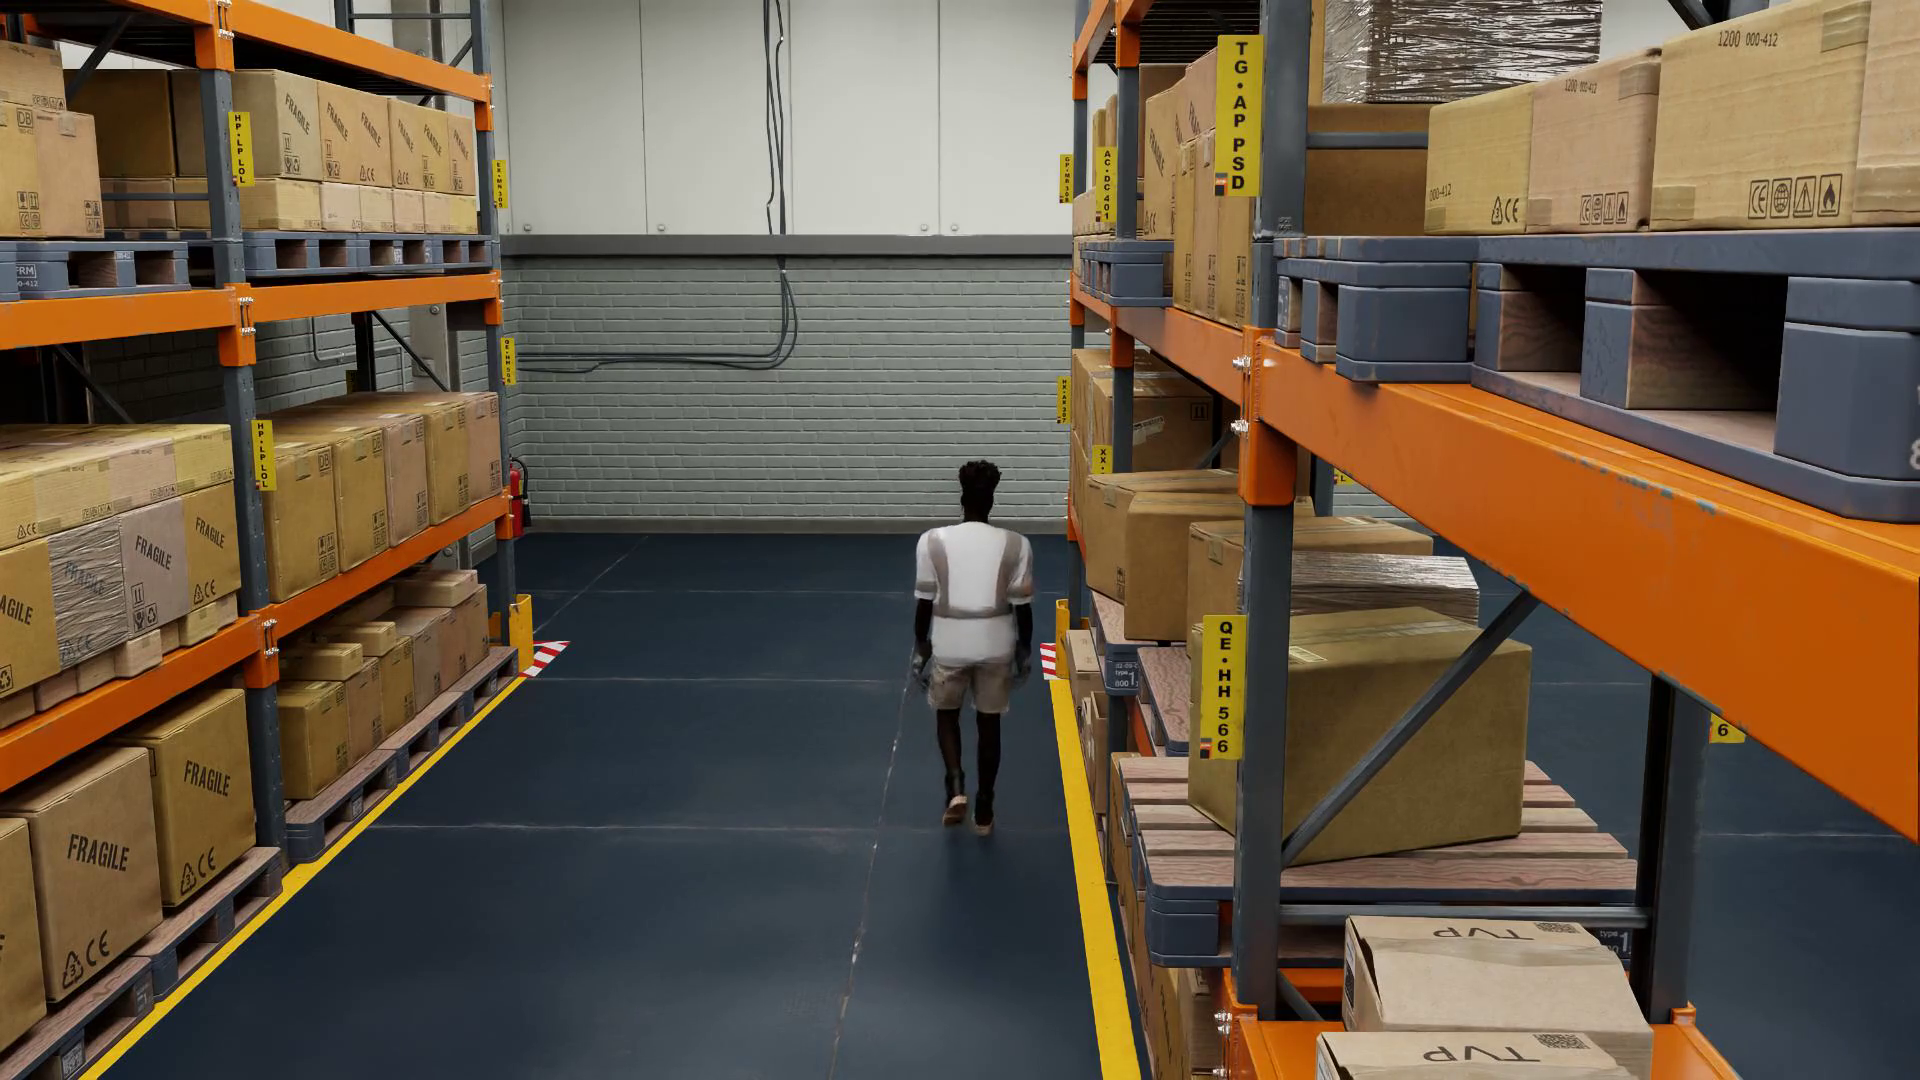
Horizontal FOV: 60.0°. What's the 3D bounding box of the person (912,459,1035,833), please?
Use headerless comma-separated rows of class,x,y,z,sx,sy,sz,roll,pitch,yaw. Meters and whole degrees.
person,0.070,0.555,8.550,0.634,1.946,0.448,0,10,0
